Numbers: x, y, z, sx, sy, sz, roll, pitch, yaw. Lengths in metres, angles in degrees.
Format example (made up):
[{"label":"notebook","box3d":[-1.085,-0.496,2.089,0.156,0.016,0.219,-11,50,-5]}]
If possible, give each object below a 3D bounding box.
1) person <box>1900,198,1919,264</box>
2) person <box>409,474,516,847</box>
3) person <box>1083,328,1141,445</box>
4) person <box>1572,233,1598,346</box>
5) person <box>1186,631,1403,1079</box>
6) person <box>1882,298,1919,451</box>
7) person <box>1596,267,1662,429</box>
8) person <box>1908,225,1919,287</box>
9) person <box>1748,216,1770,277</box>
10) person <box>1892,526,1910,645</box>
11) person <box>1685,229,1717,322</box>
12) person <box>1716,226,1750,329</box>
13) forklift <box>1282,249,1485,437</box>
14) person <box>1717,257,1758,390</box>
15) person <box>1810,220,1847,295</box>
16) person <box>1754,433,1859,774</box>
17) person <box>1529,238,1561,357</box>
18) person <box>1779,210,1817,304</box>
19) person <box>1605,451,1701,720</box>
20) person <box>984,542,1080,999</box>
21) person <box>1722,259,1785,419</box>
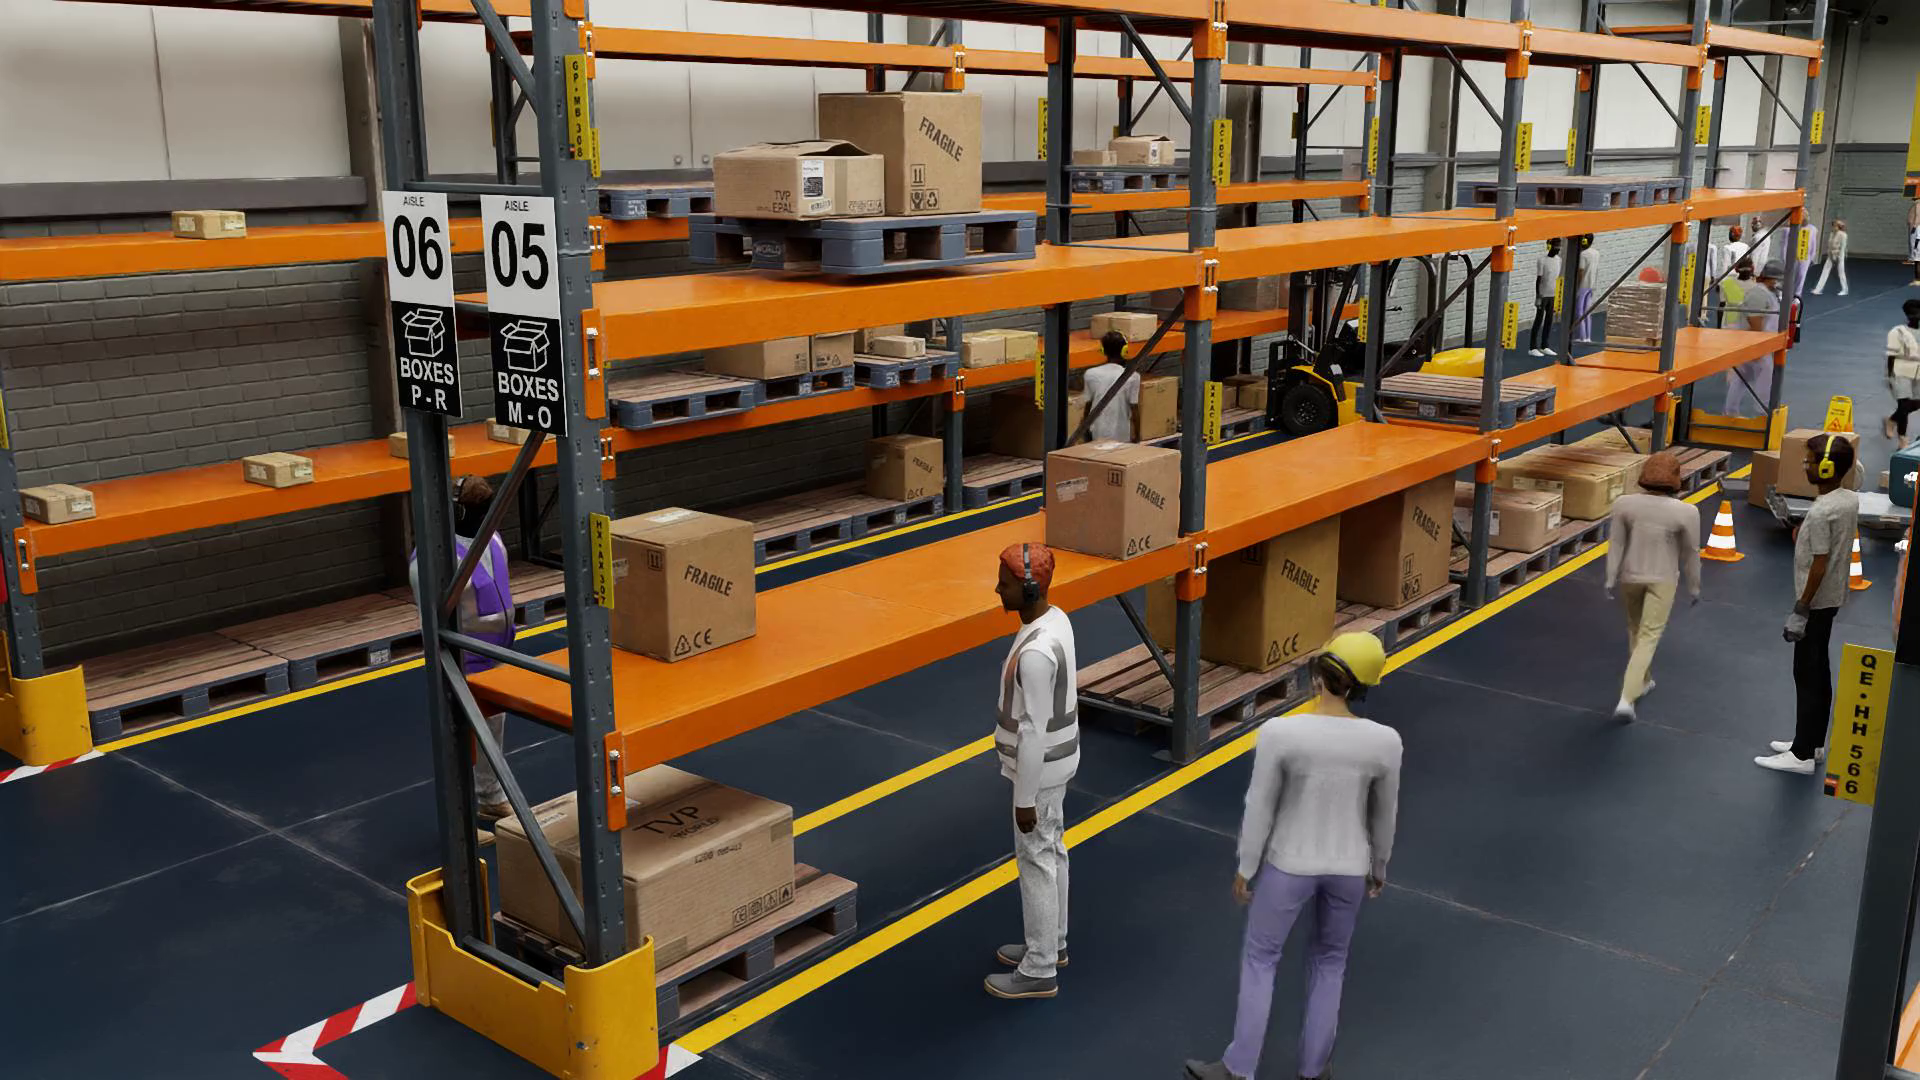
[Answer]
[{"label":"person","box3d":[25.152,-8.283,43.891,0.395,1.990,0.625,6,15,24]},{"label":"person","box3d":[-2.385,0.578,8.150,0.429,1.837,0.625,5,15,18]},{"label":"person","box3d":[1.277,-0.827,13.820,0.552,1.851,0.544,5,15,21]},{"label":"person","box3d":[10.197,-4.116,27.193,0.601,1.866,0.334,-12,18,-40]},{"label":"person","box3d":[1.222,1.168,5.978,0.693,1.717,0.372,-1,14,-4]},{"label":"person","box3d":[10.389,-1.823,18.268,0.543,1.668,0.699,-2,14,-7]},{"label":"person","box3d":[7.905,-2.213,19.362,0.883,1.898,0.558,1,14,4]},{"label":"person","box3d":[21.752,-6.572,37.557,0.537,1.693,0.320,-5,15,-18]},{"label":"person","box3d":[14.874,-5.097,31.124,0.400,1.899,0.637,10,17,34]},{"label":"person","box3d":[5.228,0.454,8.803,0.544,1.748,0.603,8,16,29]},{"label":"person","box3d":[13.589,-4.878,30.523,0.559,1.752,0.325,12,18,39]},{"label":"person","box3d":[13.142,-4.405,28.331,0.580,1.882,0.343,-7,15,-25]},{"label":"forklift","box3d":[4.886,-2.214,18.767,2.313,2.155,1.214,11,18,38]},{"label":"person","box3d":[10.478,-2.910,22.370,0.578,1.811,0.743,3,14,11]},{"label":"person","box3d":[18.640,-6.002,35.424,0.857,1.589,0.534,-3,14,-14]},{"label":"person","box3d":[4.622,0.345,9.020,0.328,1.871,0.510,12,18,40]},{"label":"person","box3d":[9.136,-3.785,25.861,0.515,1.861,0.318,-8,16,-29]},{"label":"person","box3d":[17.010,-5.741,33.753,0.658,1.892,0.475,2,14,6]},{"label":"person","box3d":[4.131,0.256,9.954,0.515,1.592,0.856,11,18,38]},{"label":"person","box3d":[0.297,0.918,6.671,0.359,1.880,0.575,2,14,9]},{"label":"person","box3d":[9.444,-2.327,19.545,0.825,2.000,0.728,9,16,32]}]
